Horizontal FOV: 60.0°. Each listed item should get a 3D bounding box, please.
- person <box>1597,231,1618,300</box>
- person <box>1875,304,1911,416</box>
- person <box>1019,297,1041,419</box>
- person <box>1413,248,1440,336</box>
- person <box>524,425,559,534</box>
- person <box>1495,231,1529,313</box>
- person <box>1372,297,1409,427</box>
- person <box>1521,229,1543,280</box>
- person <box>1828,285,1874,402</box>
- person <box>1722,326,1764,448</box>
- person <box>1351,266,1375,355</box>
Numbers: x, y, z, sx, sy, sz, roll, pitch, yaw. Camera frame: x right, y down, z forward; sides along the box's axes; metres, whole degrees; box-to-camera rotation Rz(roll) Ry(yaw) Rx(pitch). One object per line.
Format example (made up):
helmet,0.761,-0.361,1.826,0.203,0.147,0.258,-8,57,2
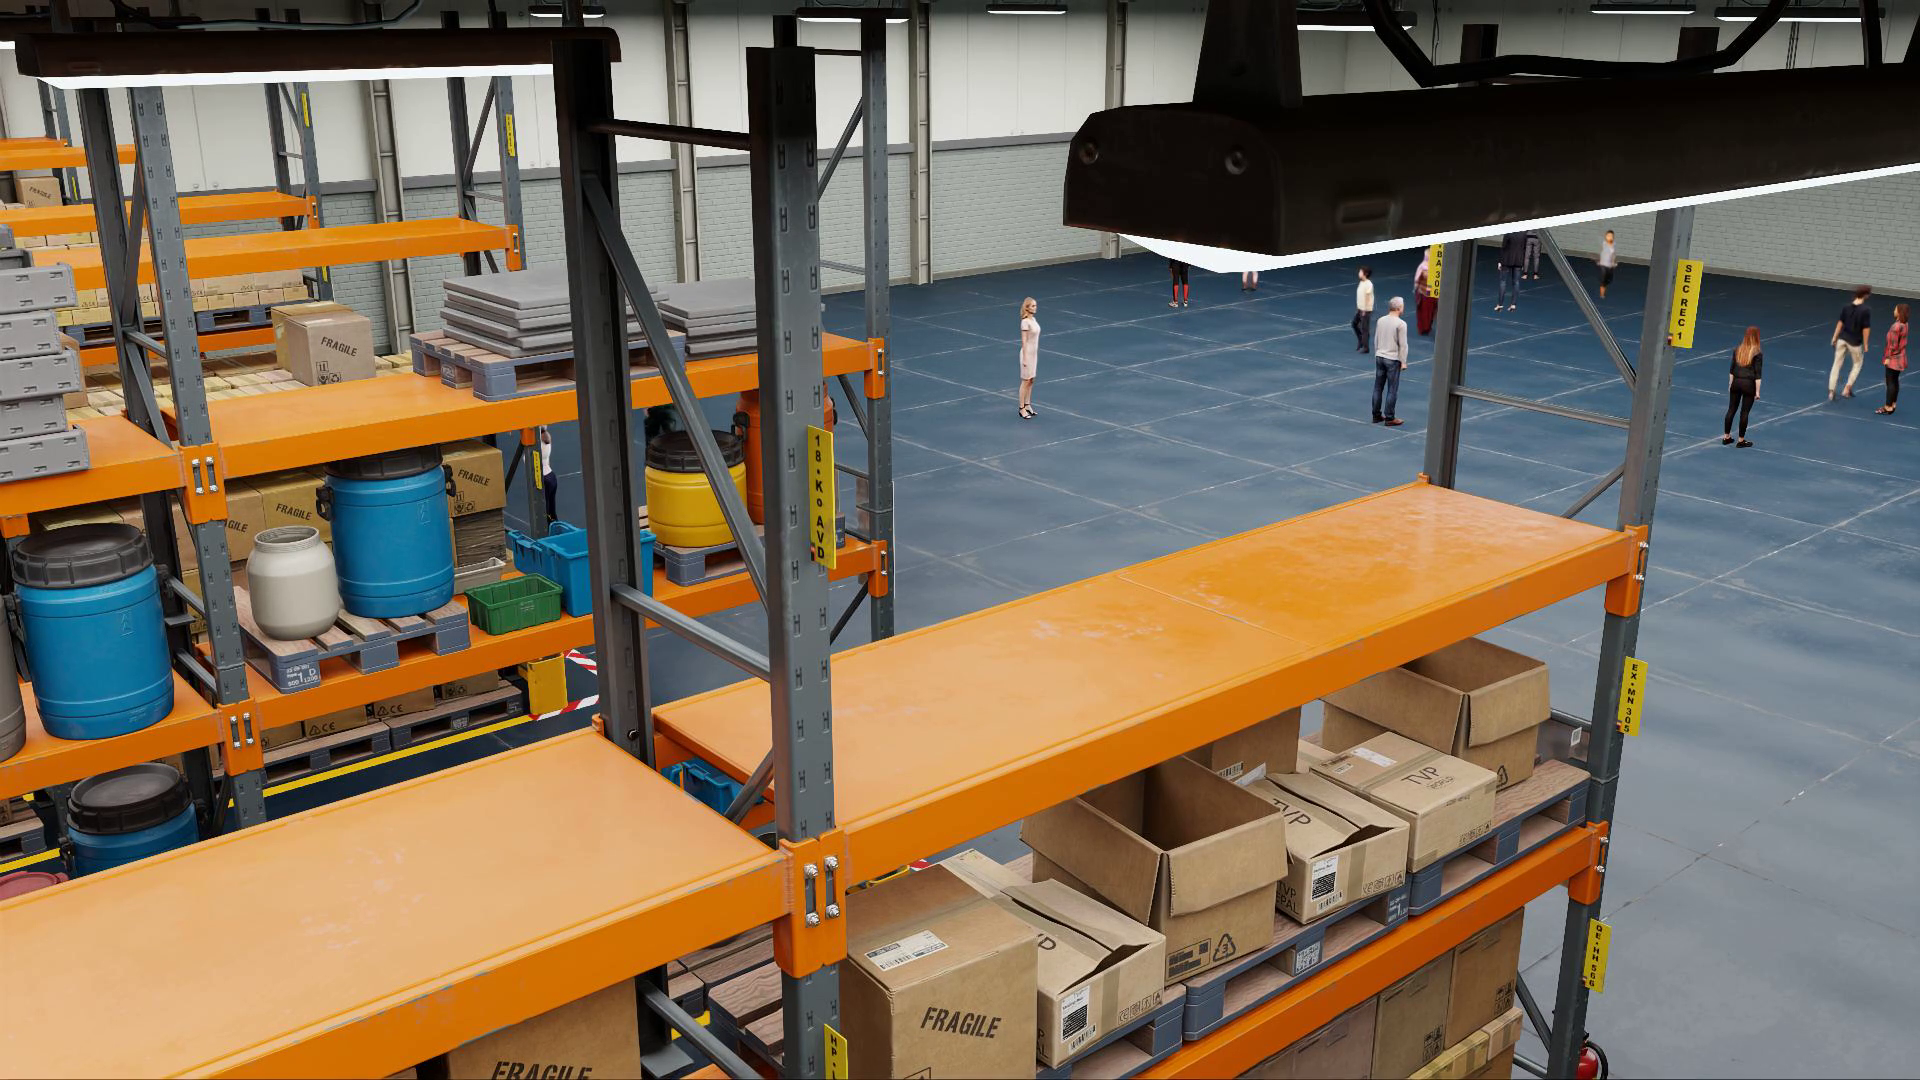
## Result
person,13.851,-5.950,35.623,0.911,1.439,1.022,4,18,12
person,14.298,-2.772,25.444,0.502,1.698,0.677,-17,25,-42
person,1.039,-2.774,25.238,0.703,1.830,0.560,9,20,26
person,8.858,-4.689,31.436,0.985,1.633,1.014,-1,18,-4
person,-4.669,-0.575,18.691,0.735,1.703,0.665,3,18,8
person,10.116,-5.089,30.576,0.817,1.781,0.790,1,18,3
person,6.406,-2.677,24.812,0.648,1.908,0.758,-12,21,-32
person,13.038,-6.869,37.791,0.769,1.843,0.759,5,19,16
person,13.994,-3.075,26.173,0.832,1.822,0.846,-14,23,-37
person,11.123,-2.187,23.626,0.556,1.711,0.631,-12,21,-32
person,7.303,-4.108,29.741,0.699,1.579,0.688,-4,18,-11
